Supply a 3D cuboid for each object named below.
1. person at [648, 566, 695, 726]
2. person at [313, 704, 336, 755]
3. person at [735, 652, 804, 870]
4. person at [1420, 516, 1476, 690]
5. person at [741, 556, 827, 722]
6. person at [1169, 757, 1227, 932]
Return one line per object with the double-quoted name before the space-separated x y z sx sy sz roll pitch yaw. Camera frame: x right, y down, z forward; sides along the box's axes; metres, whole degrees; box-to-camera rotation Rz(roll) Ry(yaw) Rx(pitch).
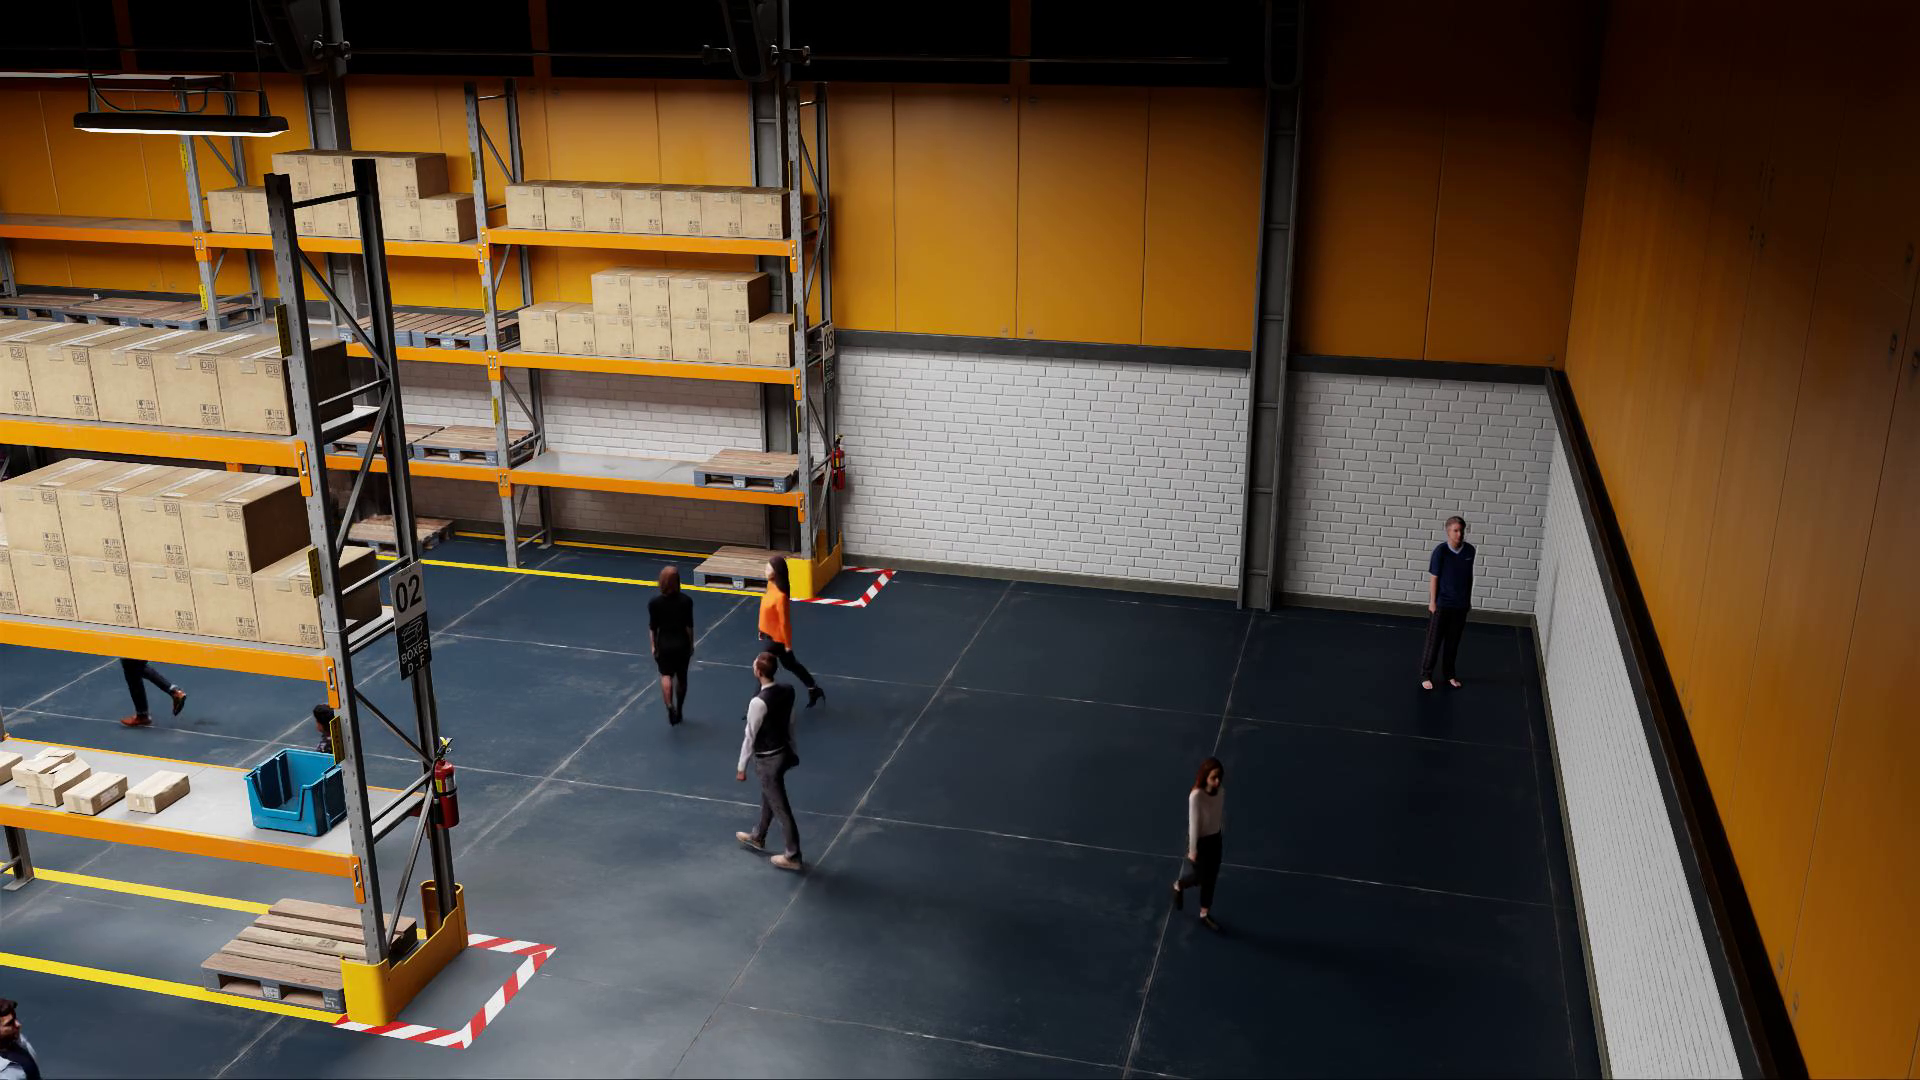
"person" -2.821 1.091 16.405 0.873 1.692 0.848 -3 19 -9
"person" -5.434 2.002 14.390 0.538 1.250 0.537 1 19 3
"person" -1.468 1.853 13.793 1.071 1.915 0.848 10 21 28
"person" 5.125 0.645 17.446 0.655 1.871 0.796 -4 19 -11
"person" -1.737 0.984 16.696 1.200 1.708 0.965 -4 19 -13
"person" 1.863 2.341 13.035 0.773 1.474 0.866 -16 24 -39
